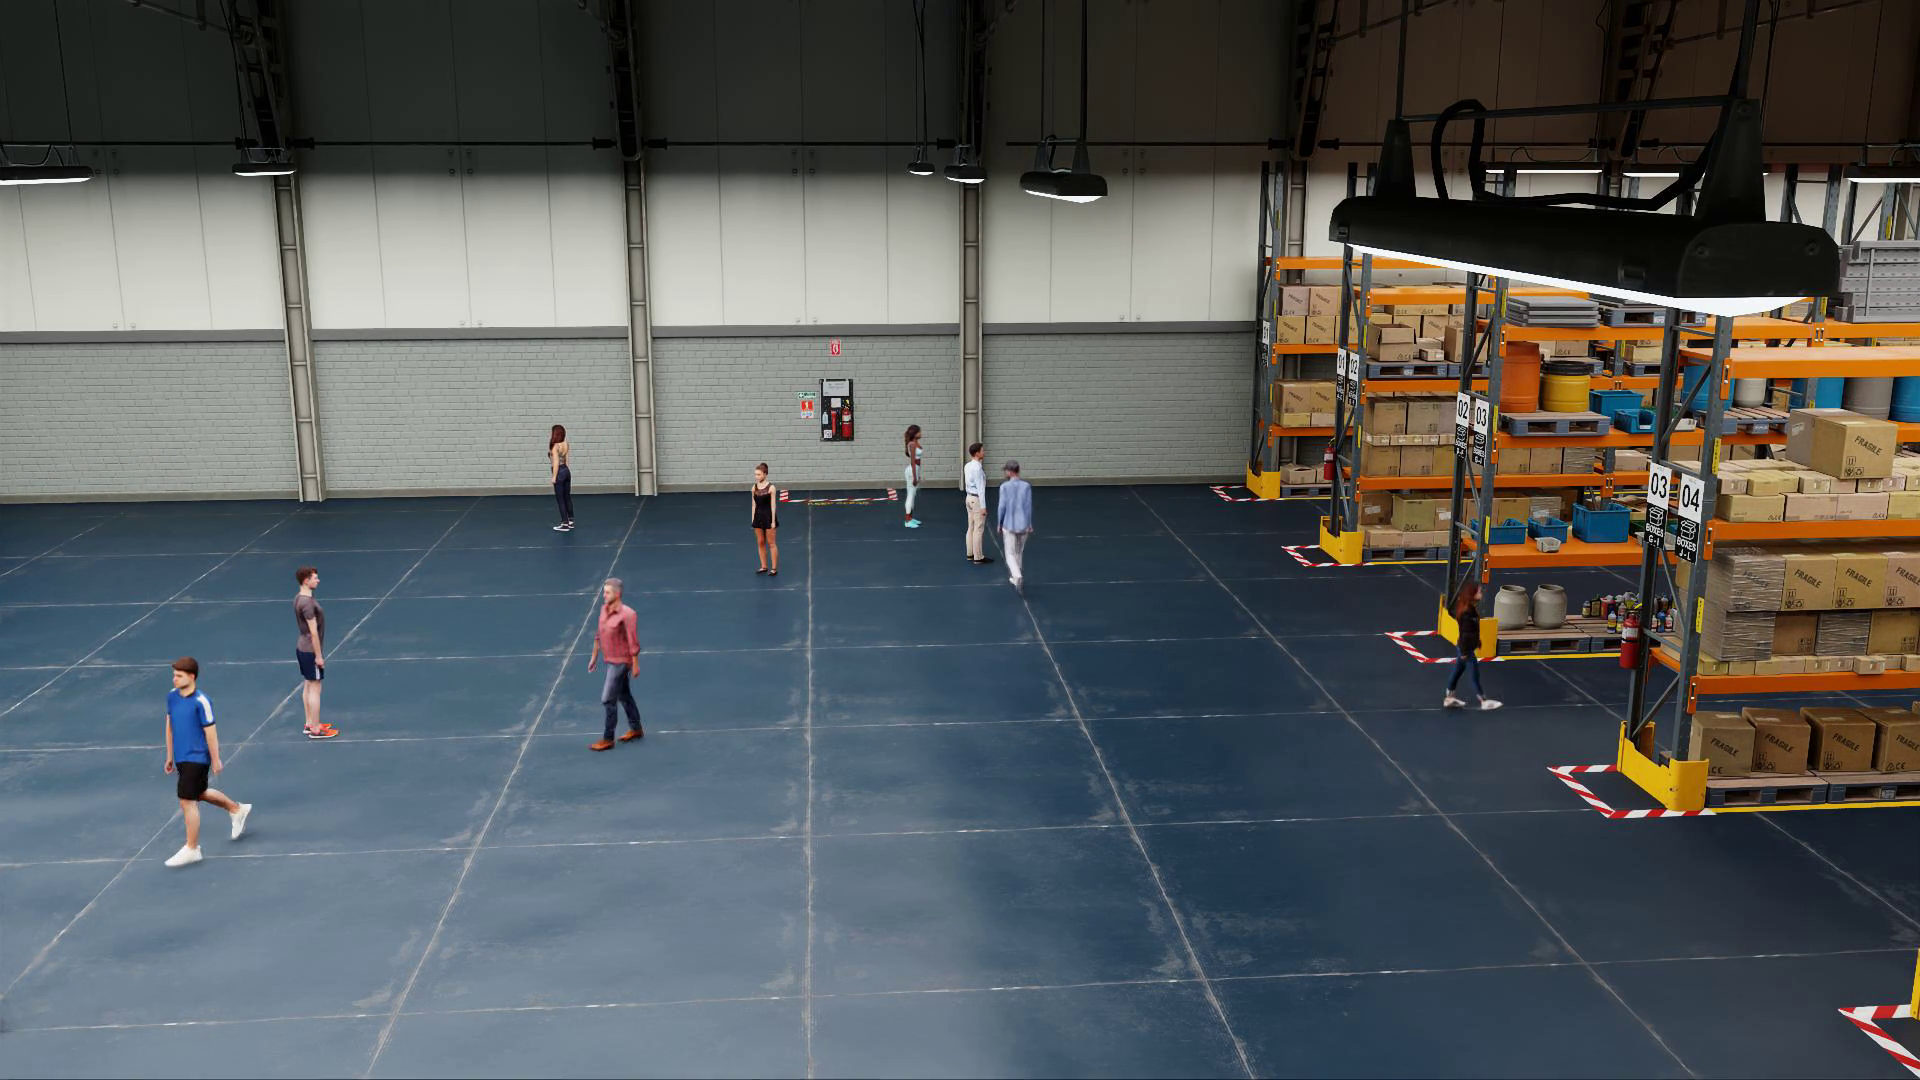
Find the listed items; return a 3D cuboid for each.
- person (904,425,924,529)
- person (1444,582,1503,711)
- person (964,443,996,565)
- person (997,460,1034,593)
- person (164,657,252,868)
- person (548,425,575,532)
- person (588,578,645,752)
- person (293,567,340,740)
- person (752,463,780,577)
[{"bbox_3d":[-0.784,-1.087,27.930,0.580,1.723,0.607,1,13,6],"label":"person"},{"bbox_3d":[5.617,1.191,18.671,0.937,1.463,0.766,3,13,14],"label":"person"},{"bbox_3d":[0.252,-0.574,25.441,0.720,1.847,0.727,-6,14,-24],"label":"person"},{"bbox_3d":[0.799,-0.178,23.705,1.017,1.859,0.830,-3,13,-15],"label":"person"},{"bbox_3d":[-6.715,1.908,14.751,1.203,1.835,1.146,7,15,29],"label":"person"},{"bbox_3d":[-6.627,-1.050,27.668,0.671,1.769,0.685,4,14,17],"label":"person"},{"bbox_3d":[-3.534,1.274,17.553,1.108,1.805,0.999,-10,17,-38],"label":"person"},{"bbox_3d":[-6.955,1.190,17.799,0.716,1.857,0.728,-8,15,-32],"label":"person"},{"bbox_3d":[-2.886,-0.315,24.691,0.664,1.681,0.755,6,14,25],"label":"person"}]
